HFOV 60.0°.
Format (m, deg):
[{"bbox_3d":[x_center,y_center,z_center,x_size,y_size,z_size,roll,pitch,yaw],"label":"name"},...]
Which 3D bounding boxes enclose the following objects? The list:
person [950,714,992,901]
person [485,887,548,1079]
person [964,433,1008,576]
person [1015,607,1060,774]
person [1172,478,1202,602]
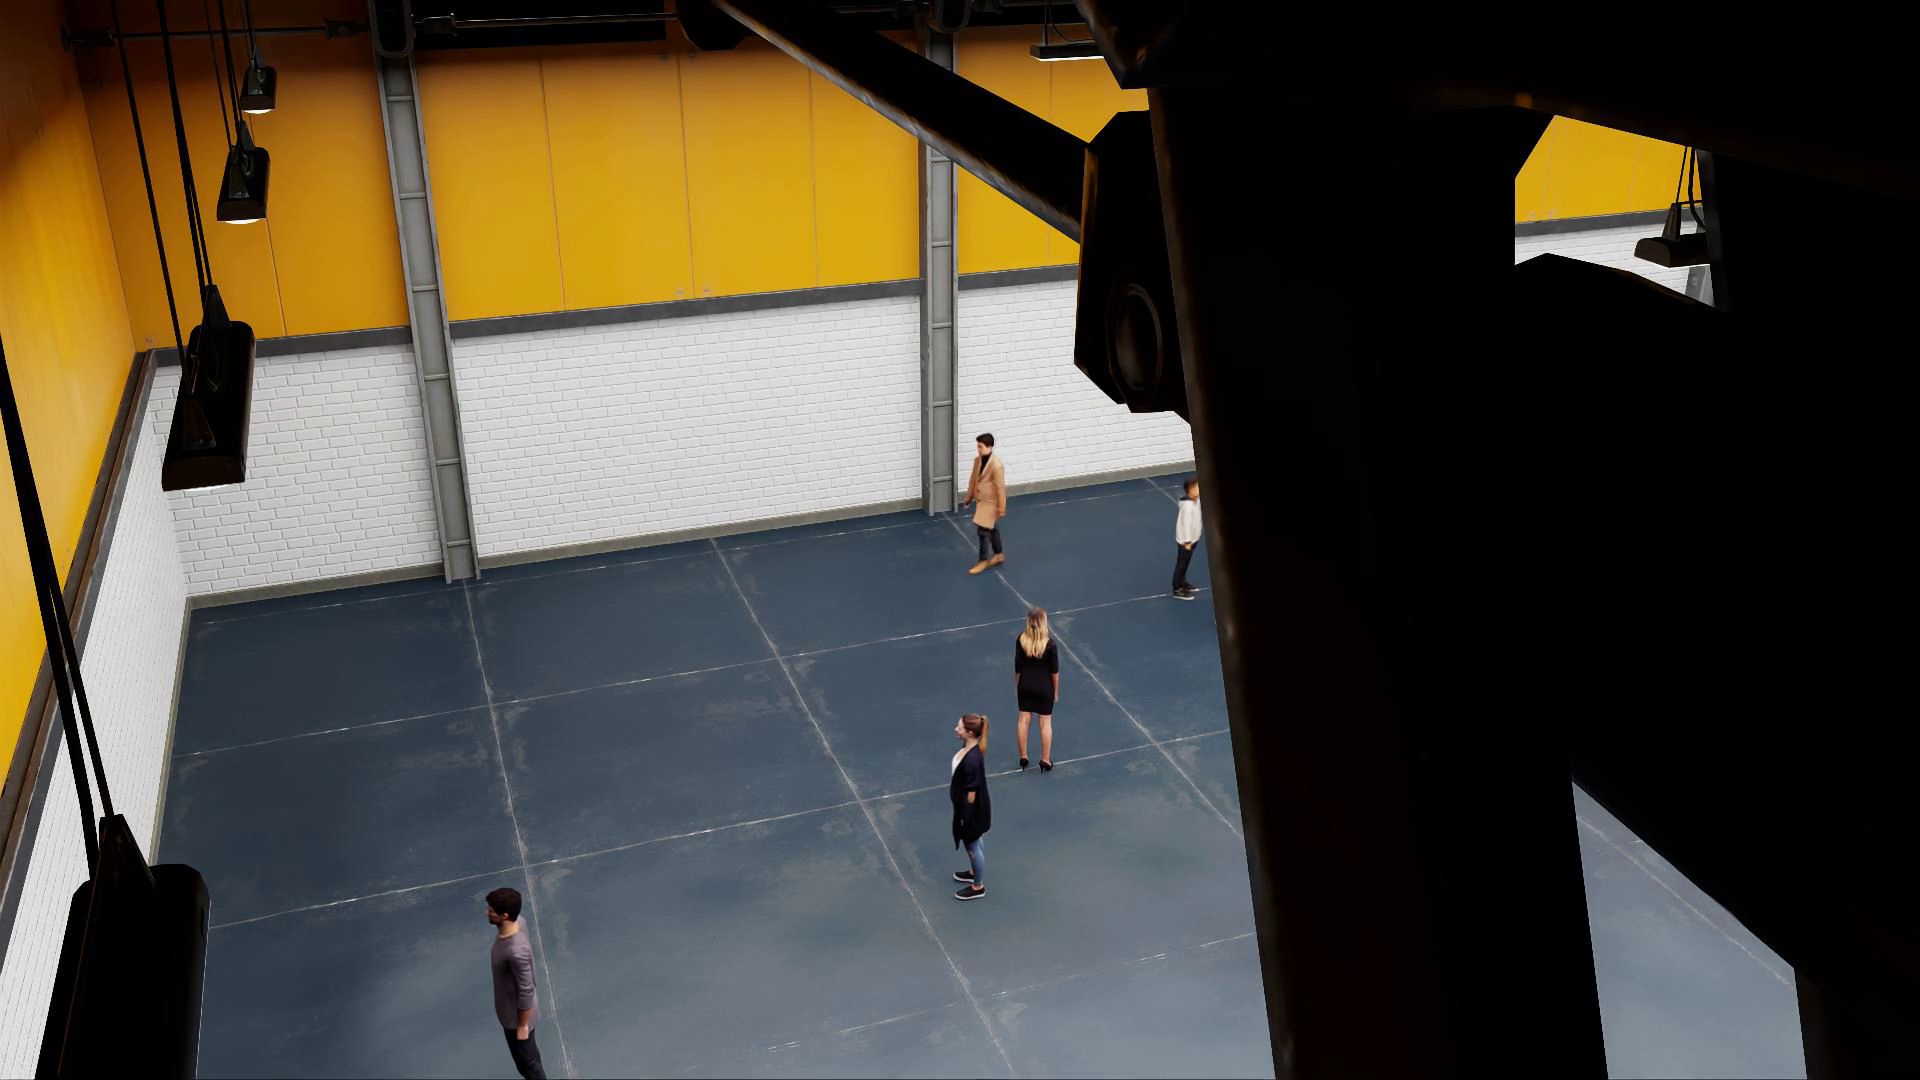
[{"bbox_3d":[0.095,2.167,13.629,0.679,1.683,0.705,0,24,0],"label":"person"},{"bbox_3d":[-2.977,3.130,11.214,0.528,1.853,0.678,-9,25,-20],"label":"person"},{"bbox_3d":[0.408,-0.478,19.648,0.870,1.708,0.750,-13,27,-27],"label":"person"},{"bbox_3d":[0.700,1.386,15.425,0.590,1.675,0.676,8,25,17],"label":"person"},{"bbox_3d":[2.580,-0.032,18.951,0.684,1.451,0.641,9,25,19],"label":"person"}]
